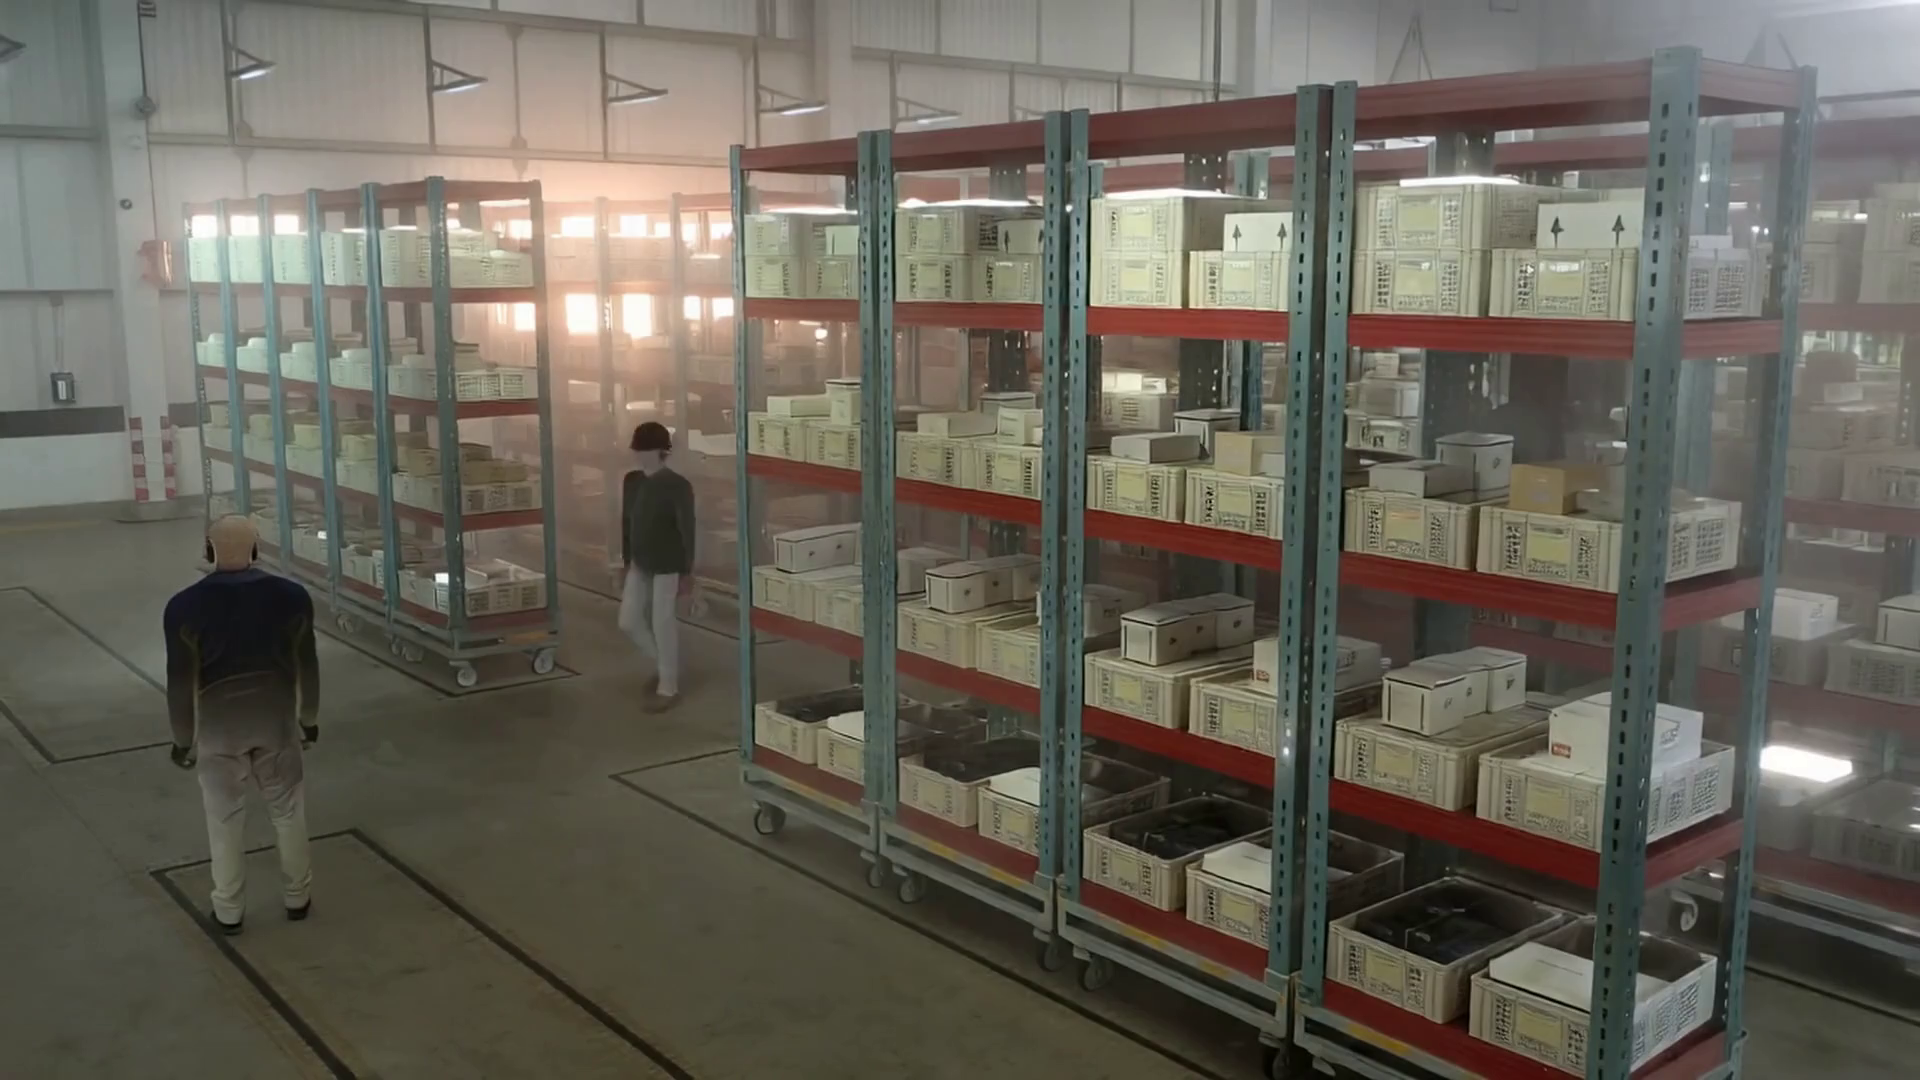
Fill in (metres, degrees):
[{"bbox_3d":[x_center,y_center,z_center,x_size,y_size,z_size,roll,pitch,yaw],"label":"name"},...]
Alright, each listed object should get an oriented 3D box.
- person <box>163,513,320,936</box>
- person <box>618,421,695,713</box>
[{"bbox_3d":[-3.239,0.825,7.538,0.651,1.907,0.409,-7,12,-35],"label":"person"},{"bbox_3d":[-2.044,0.176,11.227,0.636,1.977,0.456,6,11,32],"label":"person"}]
